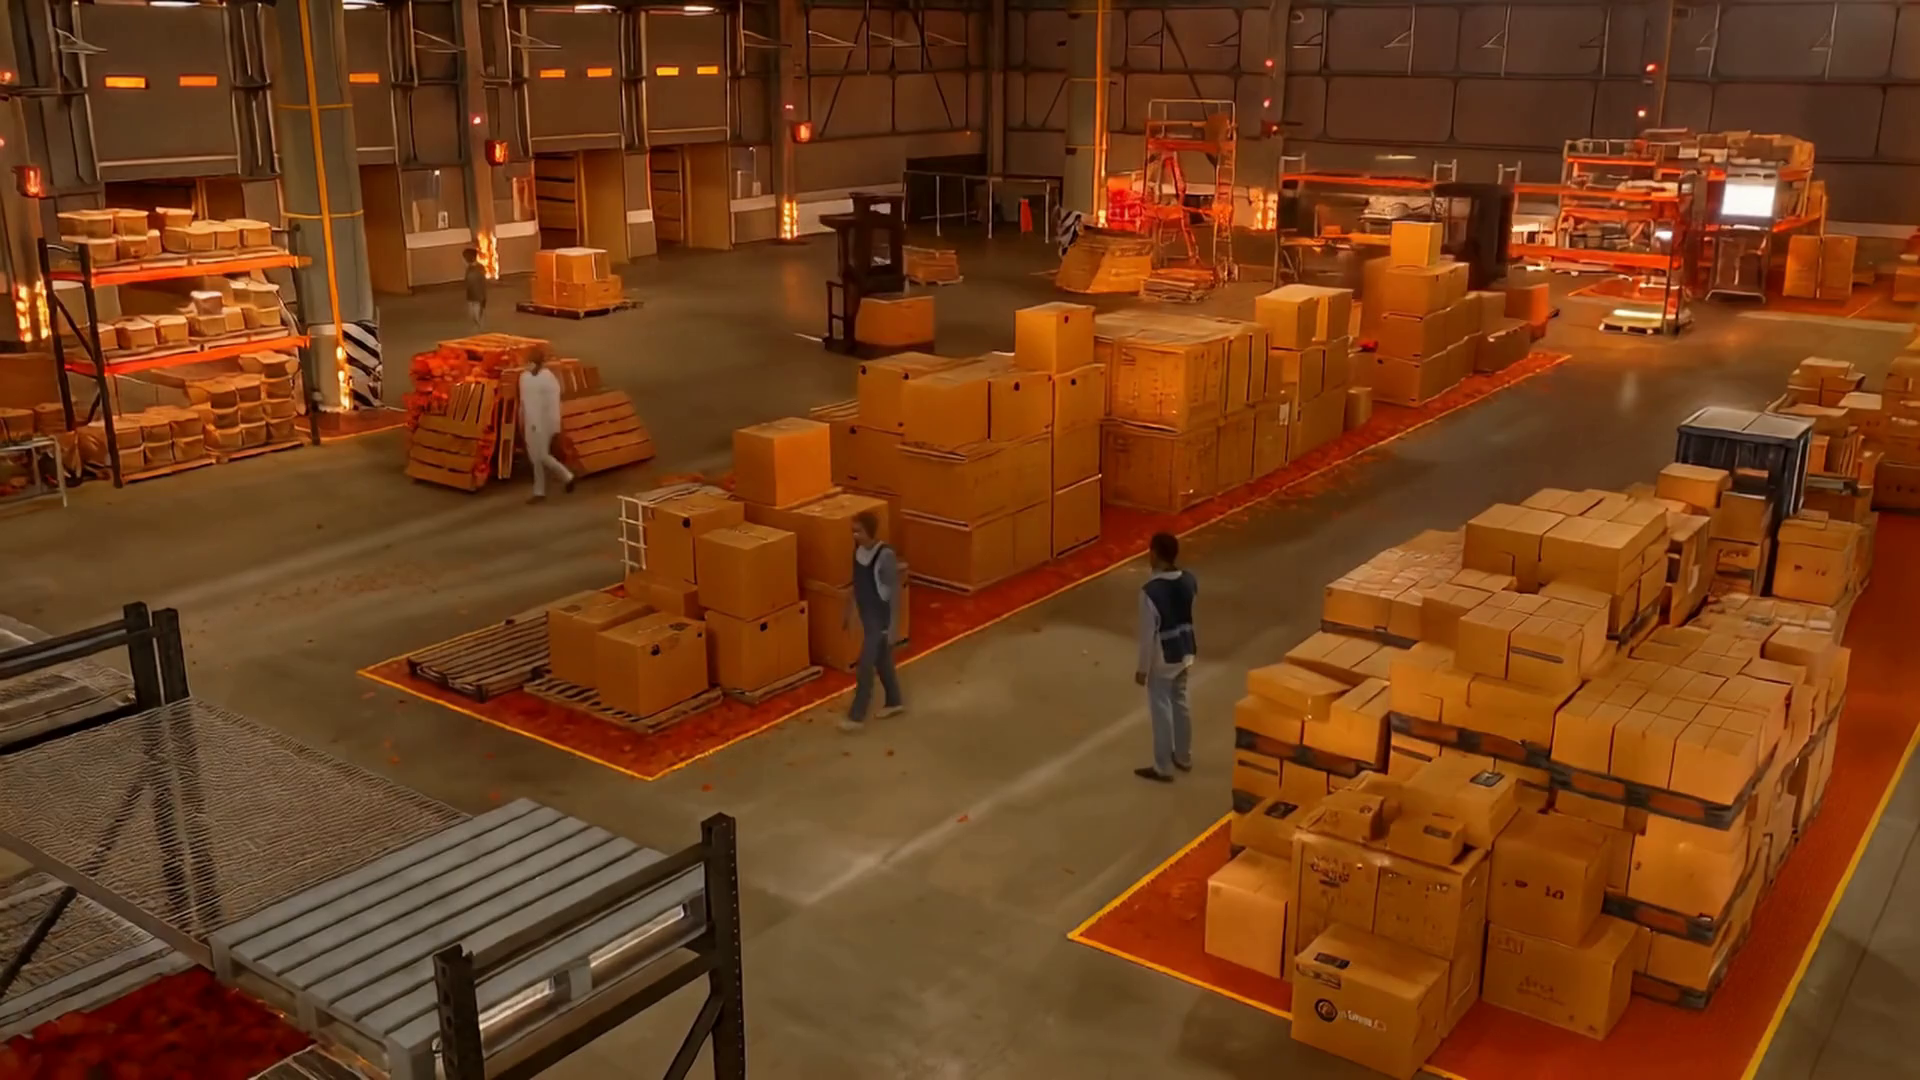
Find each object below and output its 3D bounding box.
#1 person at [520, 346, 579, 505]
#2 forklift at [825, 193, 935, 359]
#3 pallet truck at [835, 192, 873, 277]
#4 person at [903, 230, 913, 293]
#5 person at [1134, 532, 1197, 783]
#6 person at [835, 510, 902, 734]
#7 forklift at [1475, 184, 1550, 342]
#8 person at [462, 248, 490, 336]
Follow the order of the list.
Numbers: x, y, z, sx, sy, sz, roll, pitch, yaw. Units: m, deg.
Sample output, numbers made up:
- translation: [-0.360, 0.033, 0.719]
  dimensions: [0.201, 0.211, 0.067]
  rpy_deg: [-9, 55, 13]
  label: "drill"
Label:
- translation: [-5.006, -1.391, 20.015]
  dimensions: [0.633, 1.923, 0.586]
  rpy_deg: [15, 22, 41]
  label: "person"
- translation: [-1.400, -4.665, 29.220]
  dimensions: [1.129, 2.768, 1.873]
  rpy_deg: [-14, 22, -38]
  label: "forklift"
- translation: [-1.936, -7.159, 38.982]
  dimensions: [1.885, 1.965, 0.823]
  rpy_deg: [-12, 21, -34]
  label: "pallet truck"
- translation: [-0.992, -5.113, 32.439]
  dimensions: [0.774, 1.857, 0.606]
  rpy_deg: [1, 17, 3]
  label: "person"
- translation: [1.571, 0.879, 12.540]
  dimensions: [0.407, 1.905, 0.607]
  rpy_deg: [14, 22, 40]
  label: "person"
- translation: [-0.799, 0.648, 13.430]
  dimensions: [0.823, 1.812, 0.544]
  rpy_deg: [-12, 20, -34]
  label: "person"
- translation: [9.924, -5.165, 30.877]
  dimensions: [1.873, 2.768, 1.129]
  rpy_deg: [12, 21, 35]
  label: "forklift"
- translation: [-8.466, -4.147, 29.113]
  dimensions: [0.354, 1.936, 0.635]
  rpy_deg: [-12, 21, -36]
  label: "person"
